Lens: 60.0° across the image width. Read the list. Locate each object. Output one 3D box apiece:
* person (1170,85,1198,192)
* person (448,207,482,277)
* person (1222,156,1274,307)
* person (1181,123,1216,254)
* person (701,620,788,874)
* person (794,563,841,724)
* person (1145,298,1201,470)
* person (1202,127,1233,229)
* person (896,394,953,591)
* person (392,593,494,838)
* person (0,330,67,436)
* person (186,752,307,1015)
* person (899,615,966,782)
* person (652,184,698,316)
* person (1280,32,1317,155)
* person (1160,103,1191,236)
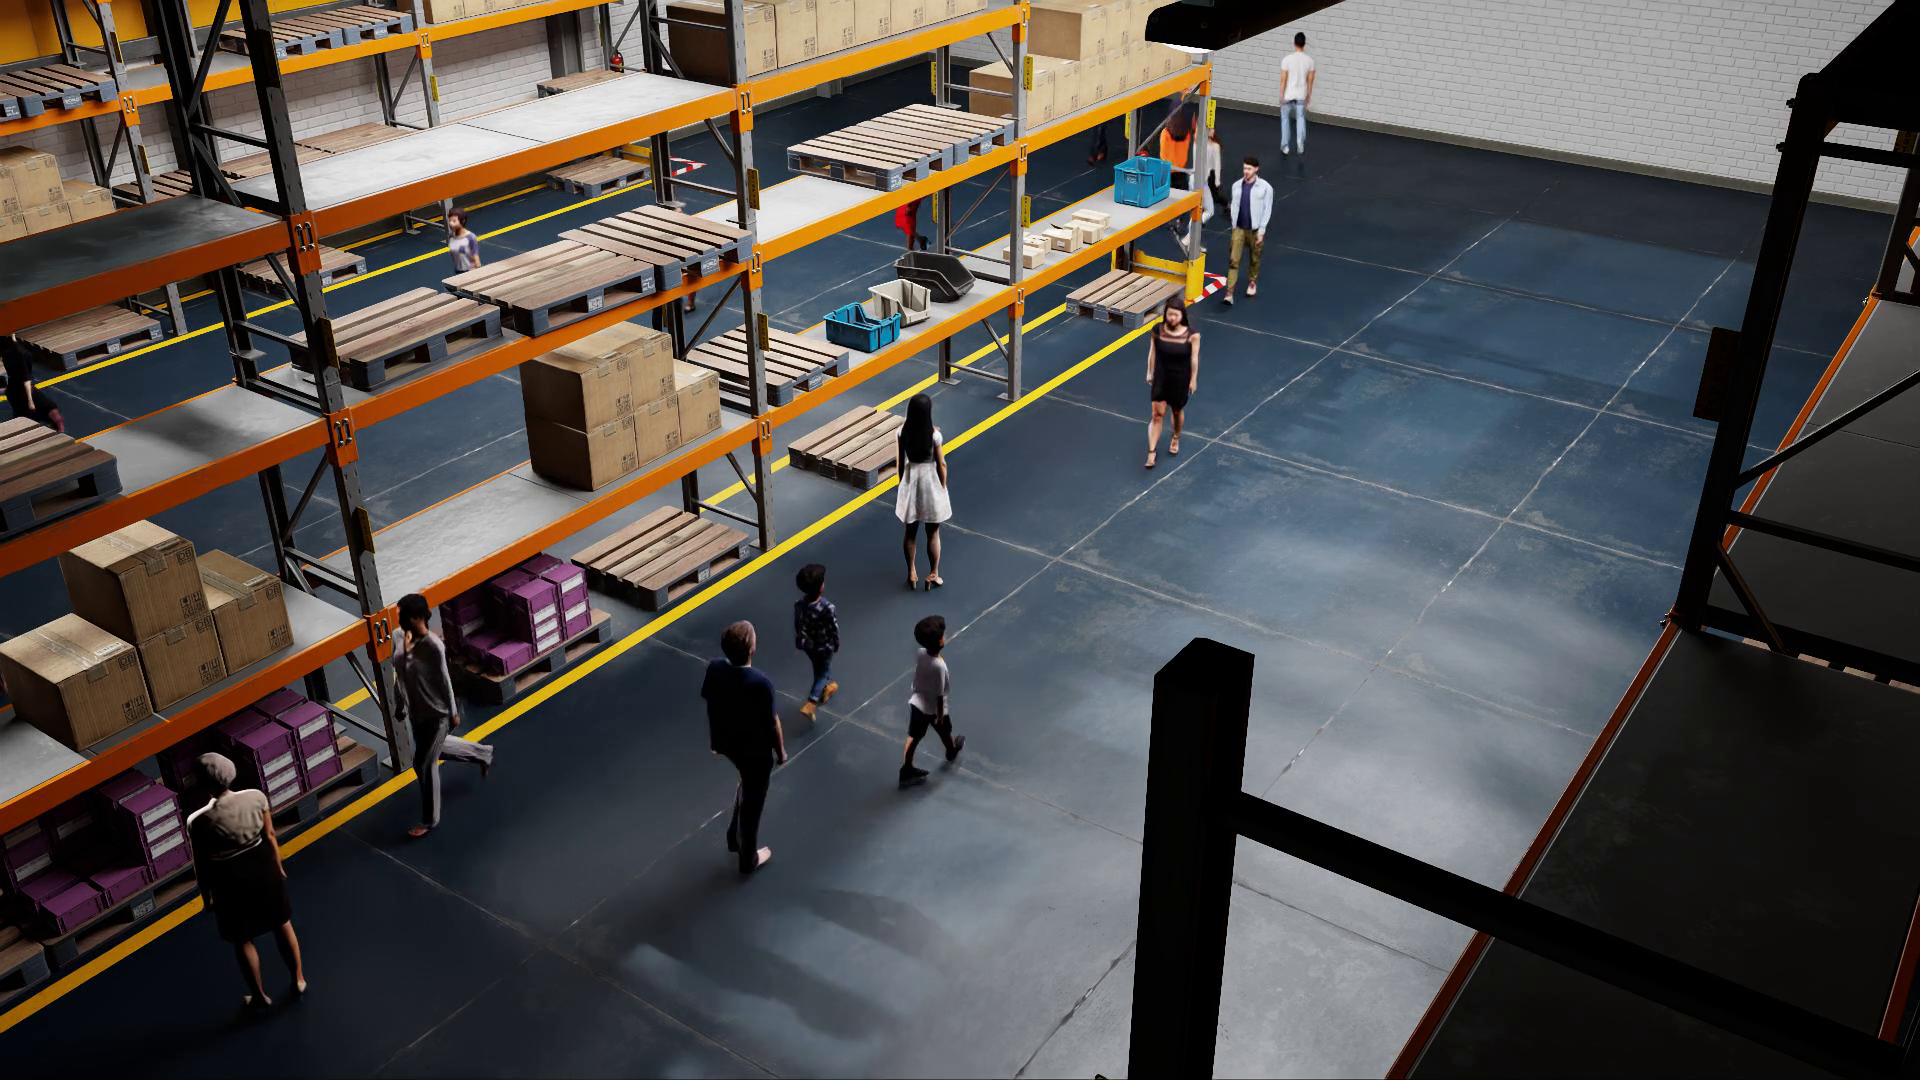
[{"bbox_3d":[3.025,-5.638,23.497,0.805,1.754,0.954,23,36,36],"label":"person"},{"bbox_3d":[-5.557,-3.039,18.945,0.668,1.549,0.857,12,31,21],"label":"person"},{"bbox_3d":[3.501,-3.717,19.975,0.829,1.754,1.238,12,31,21],"label":"person"},{"bbox_3d":[3.016,-4.548,21.474,0.827,1.778,0.761,-9,30,-16],"label":"person"},{"bbox_3d":[-1.411,1.370,10.544,0.655,1.855,0.634,18,33,29],"label":"person"},{"bbox_3d":[-1.074,0.766,12.298,0.555,1.235,0.846,13,31,23],"label":"person"},{"bbox_3d":[2.066,-1.556,16.091,0.878,1.680,1.096,8,30,15],"label":"person"},{"bbox_3d":[3.457,-4.954,22.562,1.007,1.449,0.784,-16,33,-27],"label":"person"},{"bbox_3d":[-0.317,-0.398,13.869,0.735,1.775,0.747,8,30,13],"label":"person"},{"bbox_3d":[-3.507,1.092,11.167,0.586,1.746,1.017,18,33,29],"label":"person"},{"bbox_3d":[-8.874,-1.314,15.643,0.654,1.684,0.834,23,36,35],"label":"person"},{"bbox_3d":[-4.086,1.979,9.541,0.604,1.747,0.749,-21,35,-33],"label":"person"},{"bbox_3d":[-0.252,1.149,11.611,0.889,1.220,0.629,-18,33,-30],"label":"person"},{"bbox_3d":[-3.295,-3.463,19.612,0.626,1.656,0.793,21,35,33],"label":"person"},{"bbox_3d":[5.166,-6.828,25.576,0.933,1.852,1.017,-1,29,-2],"label":"person"},{"bbox_3d":[2.895,-4.930,22.221,0.898,1.732,0.919,-12,31,-21],"label":"person"}]
